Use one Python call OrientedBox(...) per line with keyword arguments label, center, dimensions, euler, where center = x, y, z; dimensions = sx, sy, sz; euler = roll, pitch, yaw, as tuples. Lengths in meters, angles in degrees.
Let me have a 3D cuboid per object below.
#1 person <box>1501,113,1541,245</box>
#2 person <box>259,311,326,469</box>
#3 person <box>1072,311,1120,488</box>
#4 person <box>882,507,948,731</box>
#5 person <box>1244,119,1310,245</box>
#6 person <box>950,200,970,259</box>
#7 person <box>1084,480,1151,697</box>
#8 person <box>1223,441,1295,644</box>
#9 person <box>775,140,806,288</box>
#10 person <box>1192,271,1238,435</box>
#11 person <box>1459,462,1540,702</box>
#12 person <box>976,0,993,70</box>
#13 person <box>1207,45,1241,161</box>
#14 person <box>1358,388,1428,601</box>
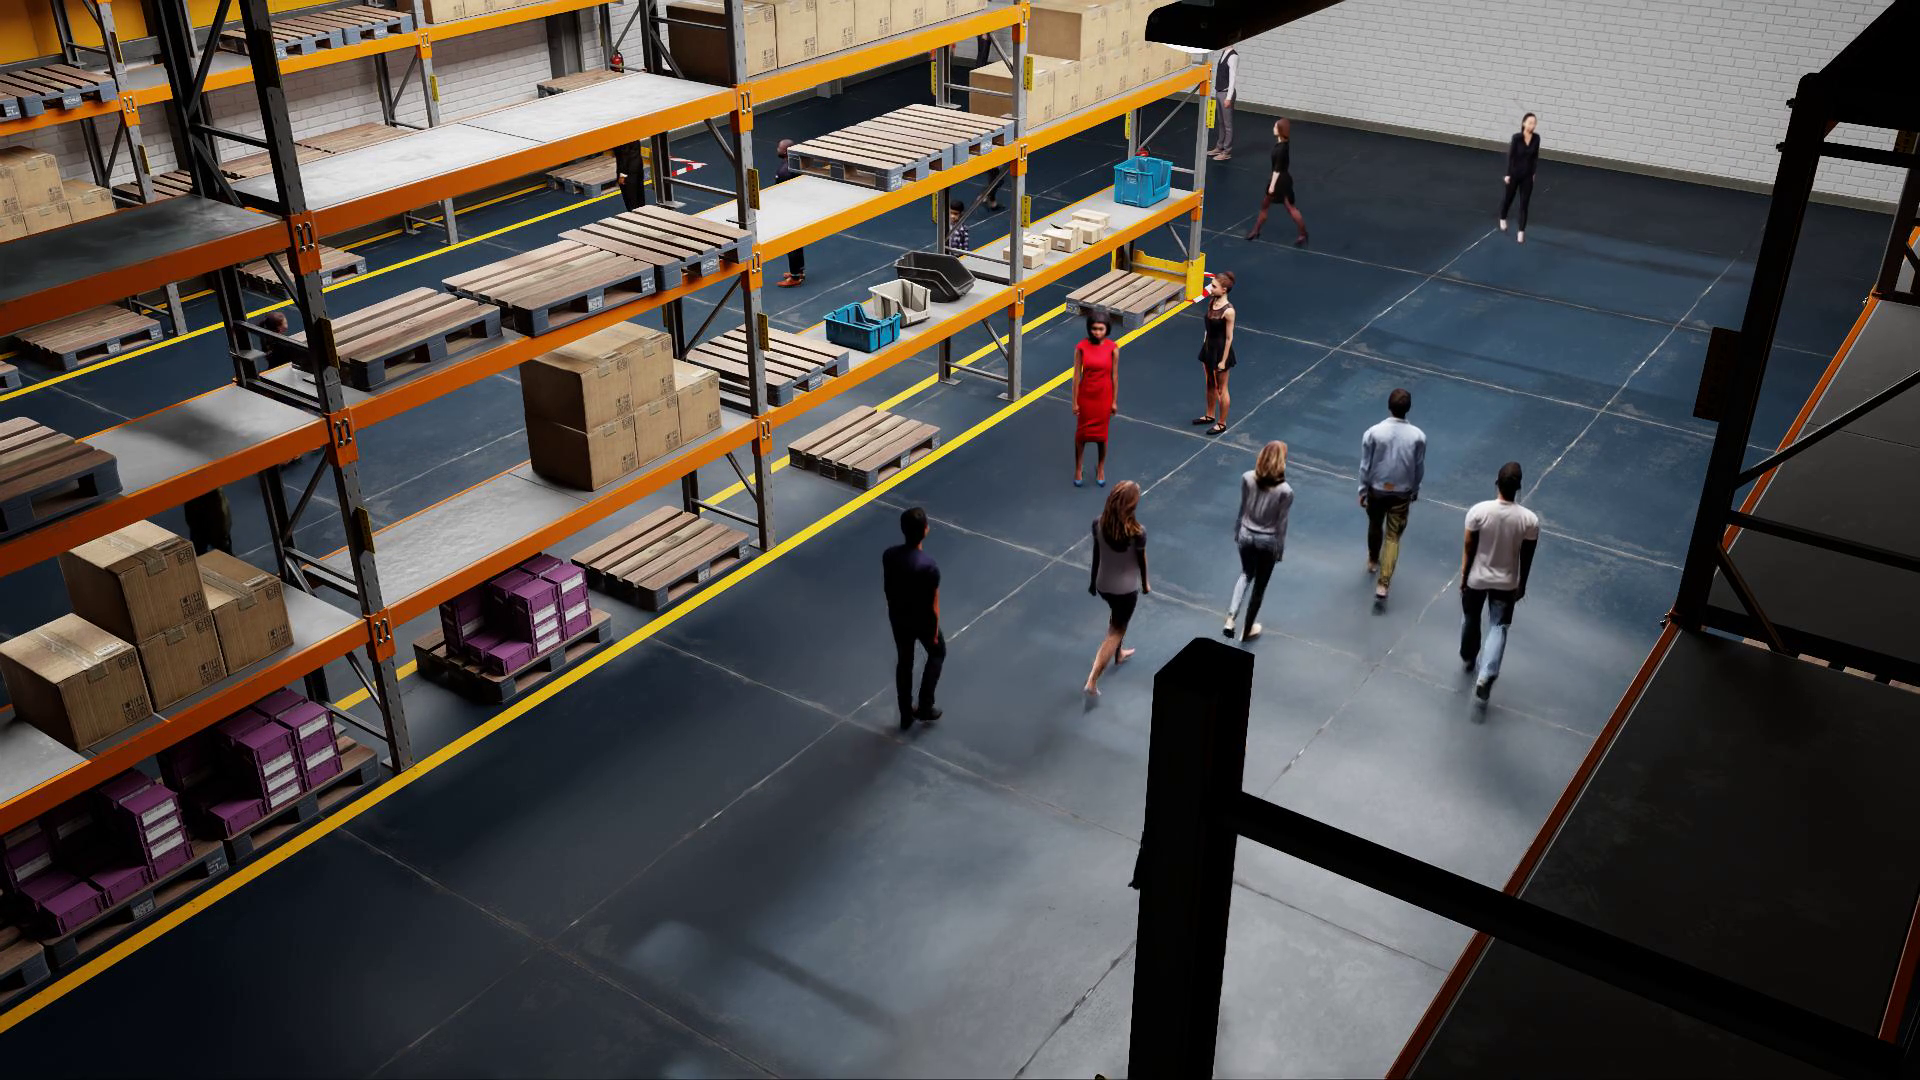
OrientedBox(label="person", center=(7.390, -4.815, 22.078), dimensions=(0.980, 1.668, 1.110), euler=(-1, 29, -2))
OrientedBox(label="person", center=(-6.550, -1.430, 16.012), dimensions=(0.692, 1.533, 0.932), euler=(9, 30, 17))
OrientedBox(label="person", center=(1.265, -1.317, 15.588), dimensions=(0.655, 1.743, 0.677), euler=(1, 29, 1))
OrientedBox(label="person", center=(-0.382, 0.618, 12.001), dimensions=(0.688, 1.779, 0.646), euler=(12, 31, 21))
OrientedBox(label="person", center=(4.292, -4.635, 21.763), dimensions=(0.957, 1.654, 1.091), euler=(4, 29, 8))
OrientedBox(label="person", center=(-0.054, -3.501, 20.109), dimensions=(0.531, 1.247, 0.514), euler=(12, 31, 21))
OrientedBox(label="person", center=(1.146, 0.401, 12.499), dimensions=(0.637, 1.684, 1.083), euler=(22, 35, 34))
OrientedBox(label="person", center=(2.297, 0.072, 13.004), dimensions=(0.633, 1.778, 0.768), euler=(20, 34, 32))
OrientedBox(label="person", center=(-2.086, -4.039, 20.499), dimensions=(0.842, 1.818, 0.705), euler=(4, 29, 8))
OrientedBox(label="person", center=(2.591, -1.890, 16.709), dimensions=(0.710, 1.675, 0.678), euler=(-11, 31, -20))
OrientedBox(label="person", center=(3.978, 0.331, 12.466), dimensions=(0.877, 1.838, 1.191), euler=(10, 30, 18))
OrientedBox(label="person", center=(0.427, -9.061, 29.651), dimensions=(0.796, 1.871, 0.651), euler=(4, 29, 8))
OrientedBox(label="person", center=(4.086, -6.854, 25.533), dimensions=(0.788, 1.938, 0.743), euler=(-7, 29, -12))
OrientedBox(label="person", center=(3.563, -0.339, 13.766), dimensions=(0.950, 1.769, 1.273), euler=(8, 30, 14))
